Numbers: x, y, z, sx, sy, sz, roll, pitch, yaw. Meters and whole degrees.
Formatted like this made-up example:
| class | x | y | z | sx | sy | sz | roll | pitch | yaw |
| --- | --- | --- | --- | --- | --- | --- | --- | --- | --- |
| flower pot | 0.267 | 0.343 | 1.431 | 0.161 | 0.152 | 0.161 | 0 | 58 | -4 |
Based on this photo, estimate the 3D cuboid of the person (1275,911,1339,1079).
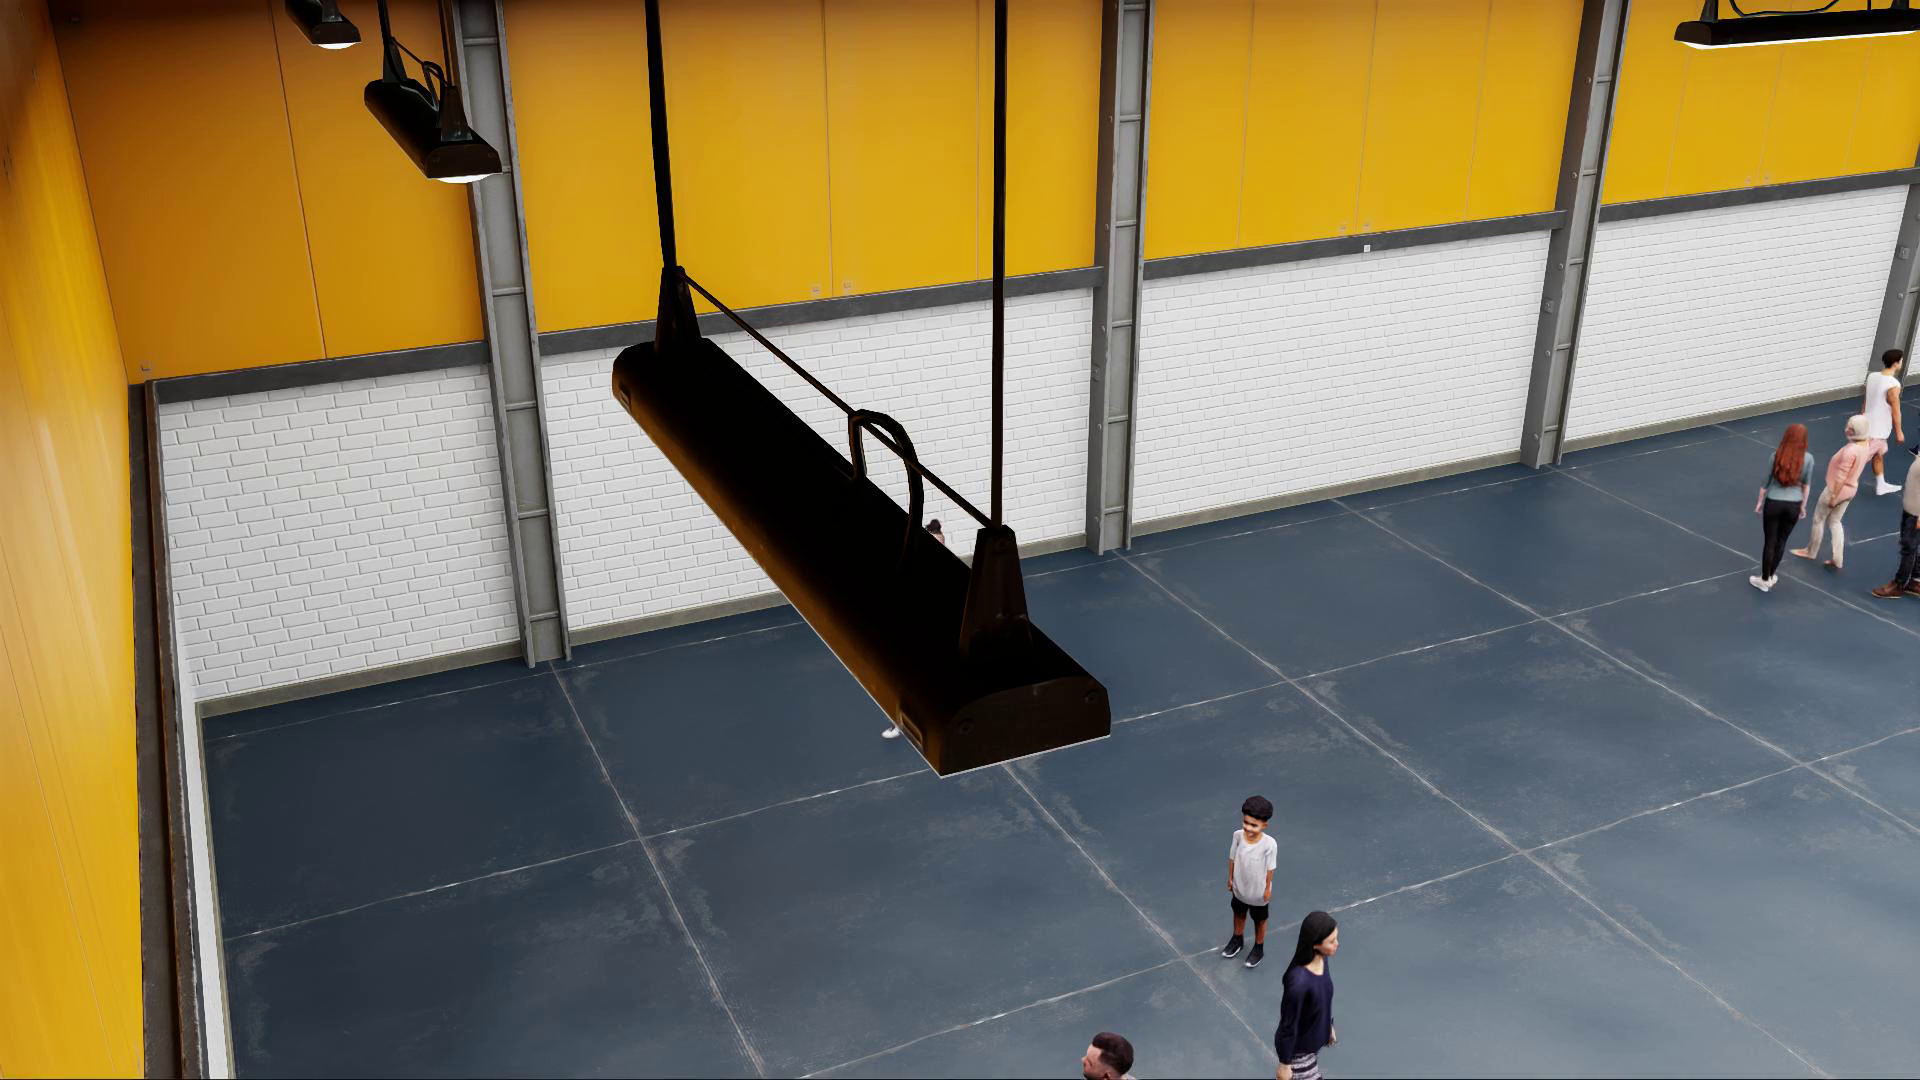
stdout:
| class | x | y | z | sx | sy | sz | roll | pitch | yaw |
| --- | --- | --- | --- | --- | --- | --- | --- | --- | --- |
| person | 1.850 | 2.815 | 9.405 | 0.833 | 1.722 | 0.759 | 12 | 26 | 25 |

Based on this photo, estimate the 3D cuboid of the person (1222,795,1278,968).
| class | x | y | z | sx | sy | sz | roll | pitch | yaw |
| --- | --- | --- | --- | --- | --- | --- | --- | --- | --- |
| person | 1.973 | 2.278 | 11.213 | 0.566 | 1.257 | 0.611 | 14 | 27 | 29 |

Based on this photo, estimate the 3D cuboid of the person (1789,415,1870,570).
| class | x | y | z | sx | sy | sz | roll | pitch | yaw |
| --- | --- | --- | --- | --- | --- | --- | --- | --- | --- |
| person | 9.025 | -0.475 | 16.983 | 0.827 | 1.680 | 0.853 | -13 | 27 | -27 |

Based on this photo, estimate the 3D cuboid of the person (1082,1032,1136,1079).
| class | x | y | z | sx | sy | sz | roll | pitch | yaw |
| --- | --- | --- | --- | --- | --- | --- | --- | --- | --- |
| person | 0.802 | 3.184 | 8.088 | 0.867 | 1.834 | 0.796 | 8 | 25 | 18 |

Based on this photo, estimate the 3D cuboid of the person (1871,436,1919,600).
| class | x | y | z | sx | sy | sz | roll | pitch | yaw |
| --- | --- | --- | --- | --- | --- | --- | --- | --- | --- |
| person | 9.417 | -0.289 | 16.332 | 0.889 | 1.860 | 0.838 | 9 | 25 | 19 |

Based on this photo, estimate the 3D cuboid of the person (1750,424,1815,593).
| class | x | y | z | sx | sy | sz | roll | pitch | yaw |
| --- | --- | --- | --- | --- | --- | --- | --- | --- | --- |
| person | 8.189 | -0.311 | 16.539 | 0.716 | 1.735 | 0.780 | 6 | 24 | 13 |
